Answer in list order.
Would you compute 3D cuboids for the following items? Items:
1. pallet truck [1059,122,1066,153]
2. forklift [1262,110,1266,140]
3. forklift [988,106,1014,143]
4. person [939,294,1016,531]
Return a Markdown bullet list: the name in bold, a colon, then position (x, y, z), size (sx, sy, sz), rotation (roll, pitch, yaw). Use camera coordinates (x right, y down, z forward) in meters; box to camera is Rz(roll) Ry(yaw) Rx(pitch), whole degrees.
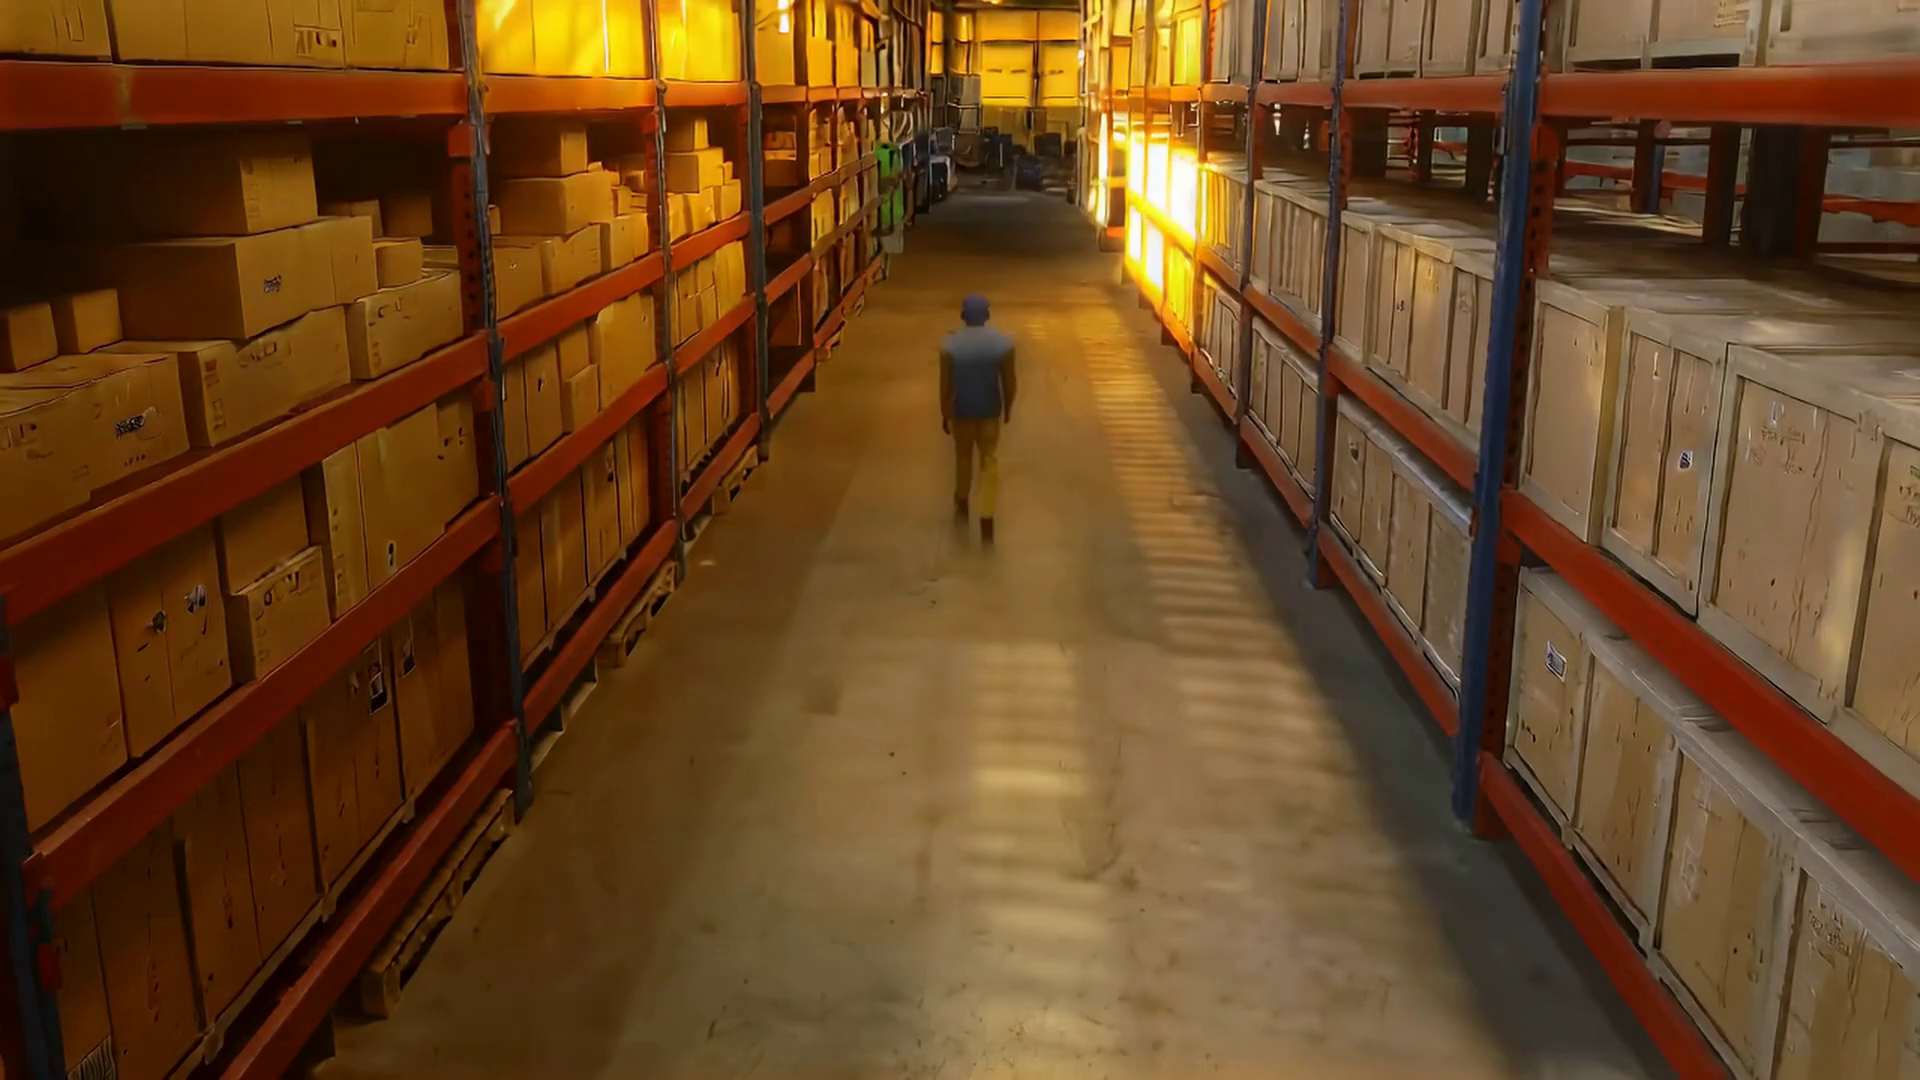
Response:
- **pallet truck**: position (5.788, -21.111, 88.014), size (1.885, 1.965, 0.823), rotation (5, 16, 18)
- **forklift**: position (11.736, -15.519, 65.532), size (1.873, 2.768, 1.129), rotation (0, 15, 2)
- **forklift**: position (1.827, -20.017, 82.268), size (1.129, 2.768, 1.873), rotation (9, 17, 29)
- **person**: position (0.136, -1.075, 13.689), size (0.632, 1.889, 0.981), rotation (0, 15, -2)
